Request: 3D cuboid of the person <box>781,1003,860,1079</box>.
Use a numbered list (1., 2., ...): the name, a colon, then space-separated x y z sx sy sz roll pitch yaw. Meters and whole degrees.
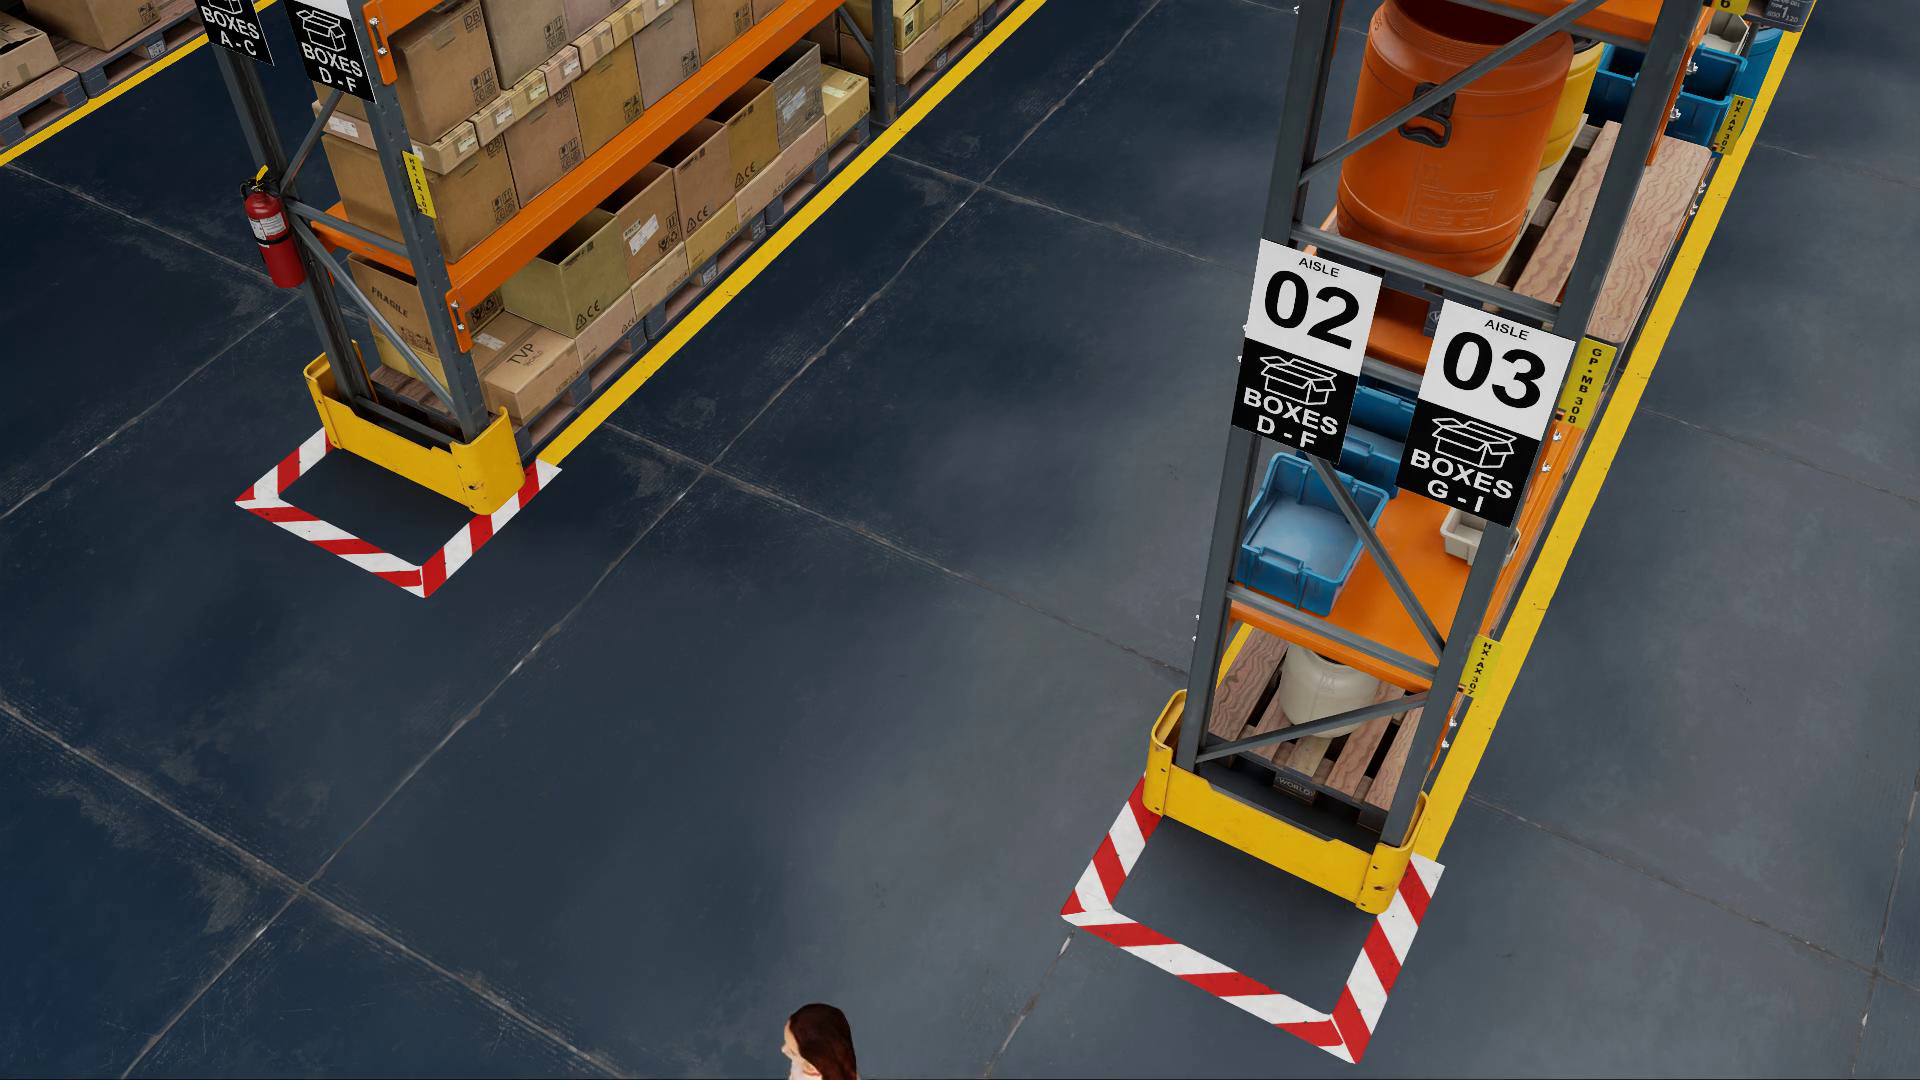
1. person: -0.389 2.008 5.778 0.907 1.467 0.853 -10 48 -9
